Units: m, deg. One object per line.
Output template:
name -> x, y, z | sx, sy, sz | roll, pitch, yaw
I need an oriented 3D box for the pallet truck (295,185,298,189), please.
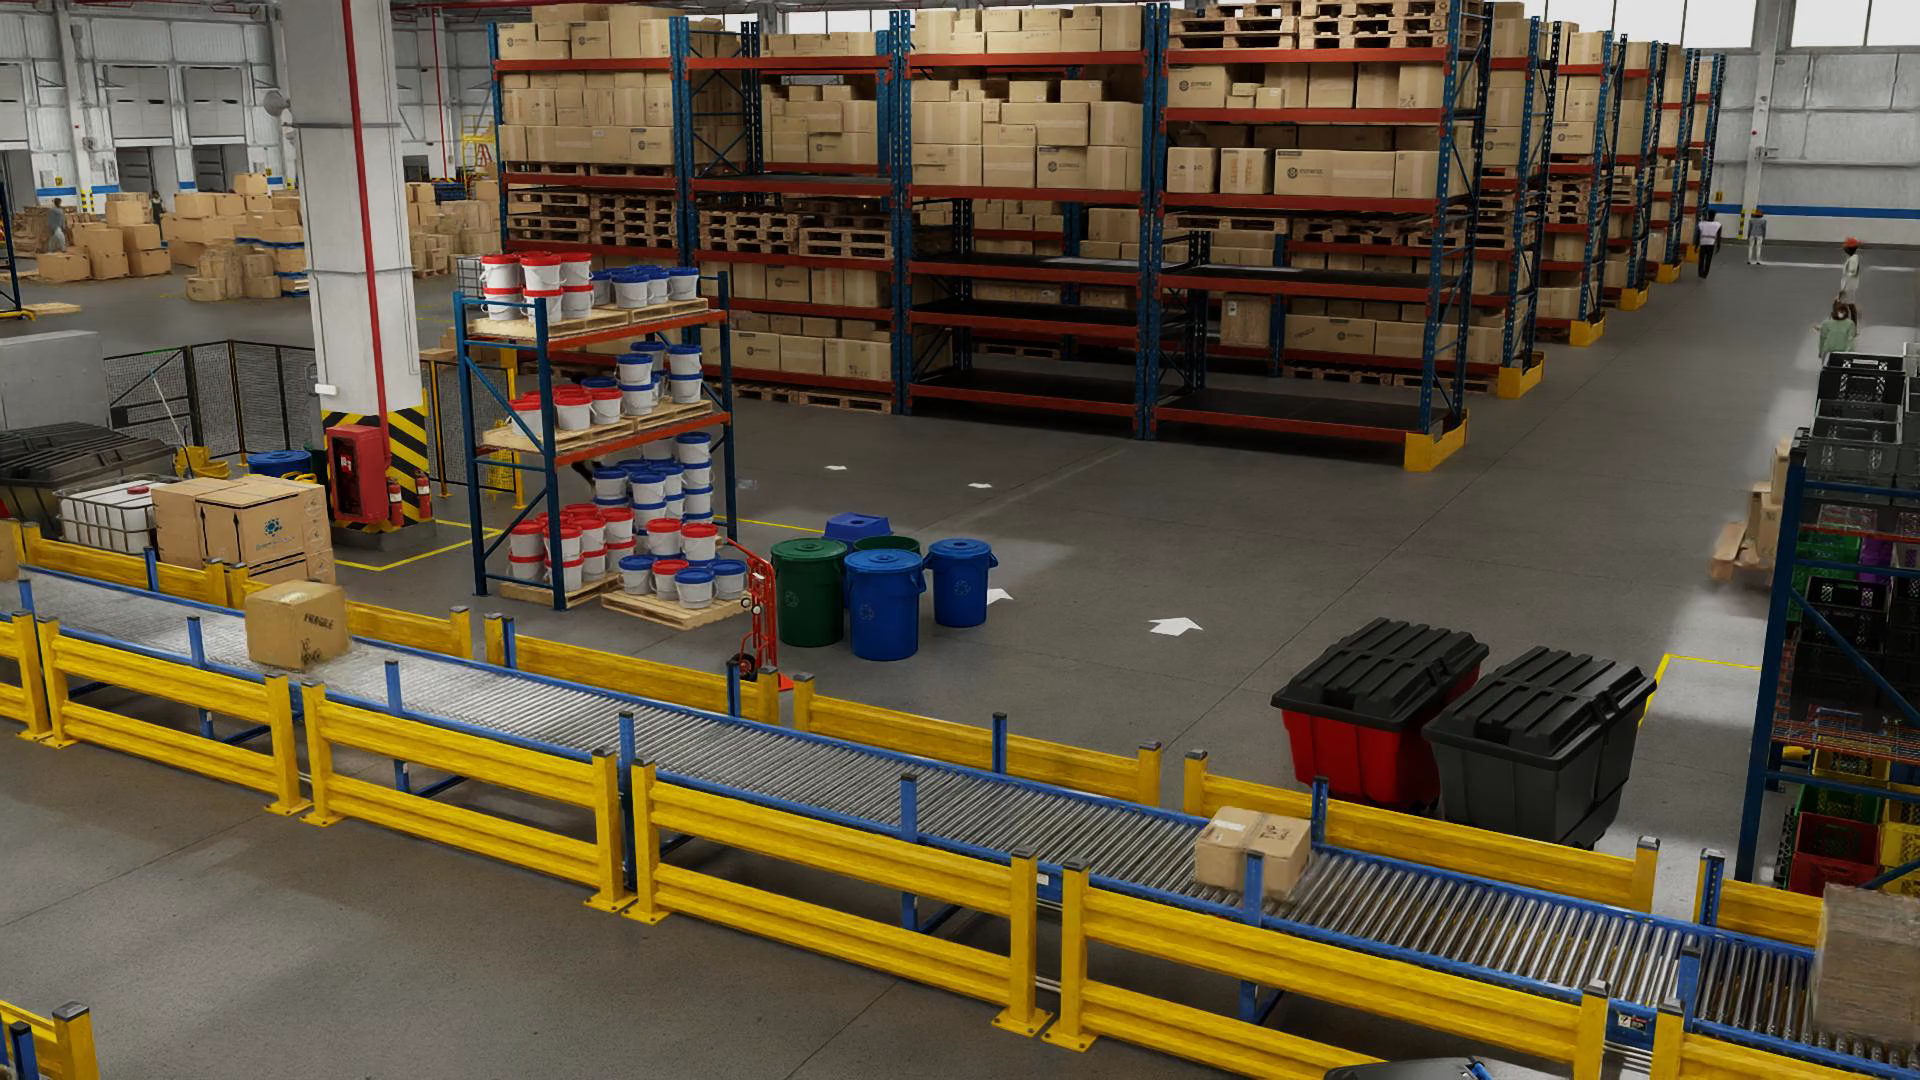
pallet truck -> -26.804, -14.617, 69.738 | 1.885, 1.965, 0.823 | -14, 20, -42

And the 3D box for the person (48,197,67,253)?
person -> -27.267, -9.400, 50.335 | 0.923, 1.885, 0.657 | -5, 16, -16

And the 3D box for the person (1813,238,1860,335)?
person -> 18.296, -5.260, 34.541 | 0.953, 2.004, 0.641 | 6, 16, 21

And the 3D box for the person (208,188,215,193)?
person -> -24.697, -10.669, 55.068 | 0.646, 1.913, 0.779 | 6, 16, 21

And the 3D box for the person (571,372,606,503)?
person -> -4.461, -1.206, 19.961 | 0.563, 1.657, 0.408 | 7, 17, 26

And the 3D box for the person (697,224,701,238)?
person -> -6.880, -8.126, 45.524 | 0.658, 1.898, 0.561 | 5, 16, 17

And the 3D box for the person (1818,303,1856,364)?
person -> 14.198, -3.023, 26.938 | 0.504, 1.586, 0.856 | 5, 16, 18

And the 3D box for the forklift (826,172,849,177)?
forklift -> -4.584, -13.150, 62.533 | 1.129, 2.768, 1.873 | 8, 17, 28

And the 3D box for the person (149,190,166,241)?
person -> -27.053, -10.910, 56.157 | 0.513, 1.826, 0.732 | -3, 15, -12

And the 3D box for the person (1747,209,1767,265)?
person -> 23.506, -8.940, 49.091 | 0.497, 1.636, 0.286 | 9, 17, 30

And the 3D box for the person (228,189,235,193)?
person -> -26.193, -11.849, 60.049 | 0.310, 1.632, 0.521 | -12, 19, -39

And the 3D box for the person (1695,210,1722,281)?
person -> 20.239, -7.970, 44.967 | 0.617, 1.877, 0.920 | 8, 17, 26
